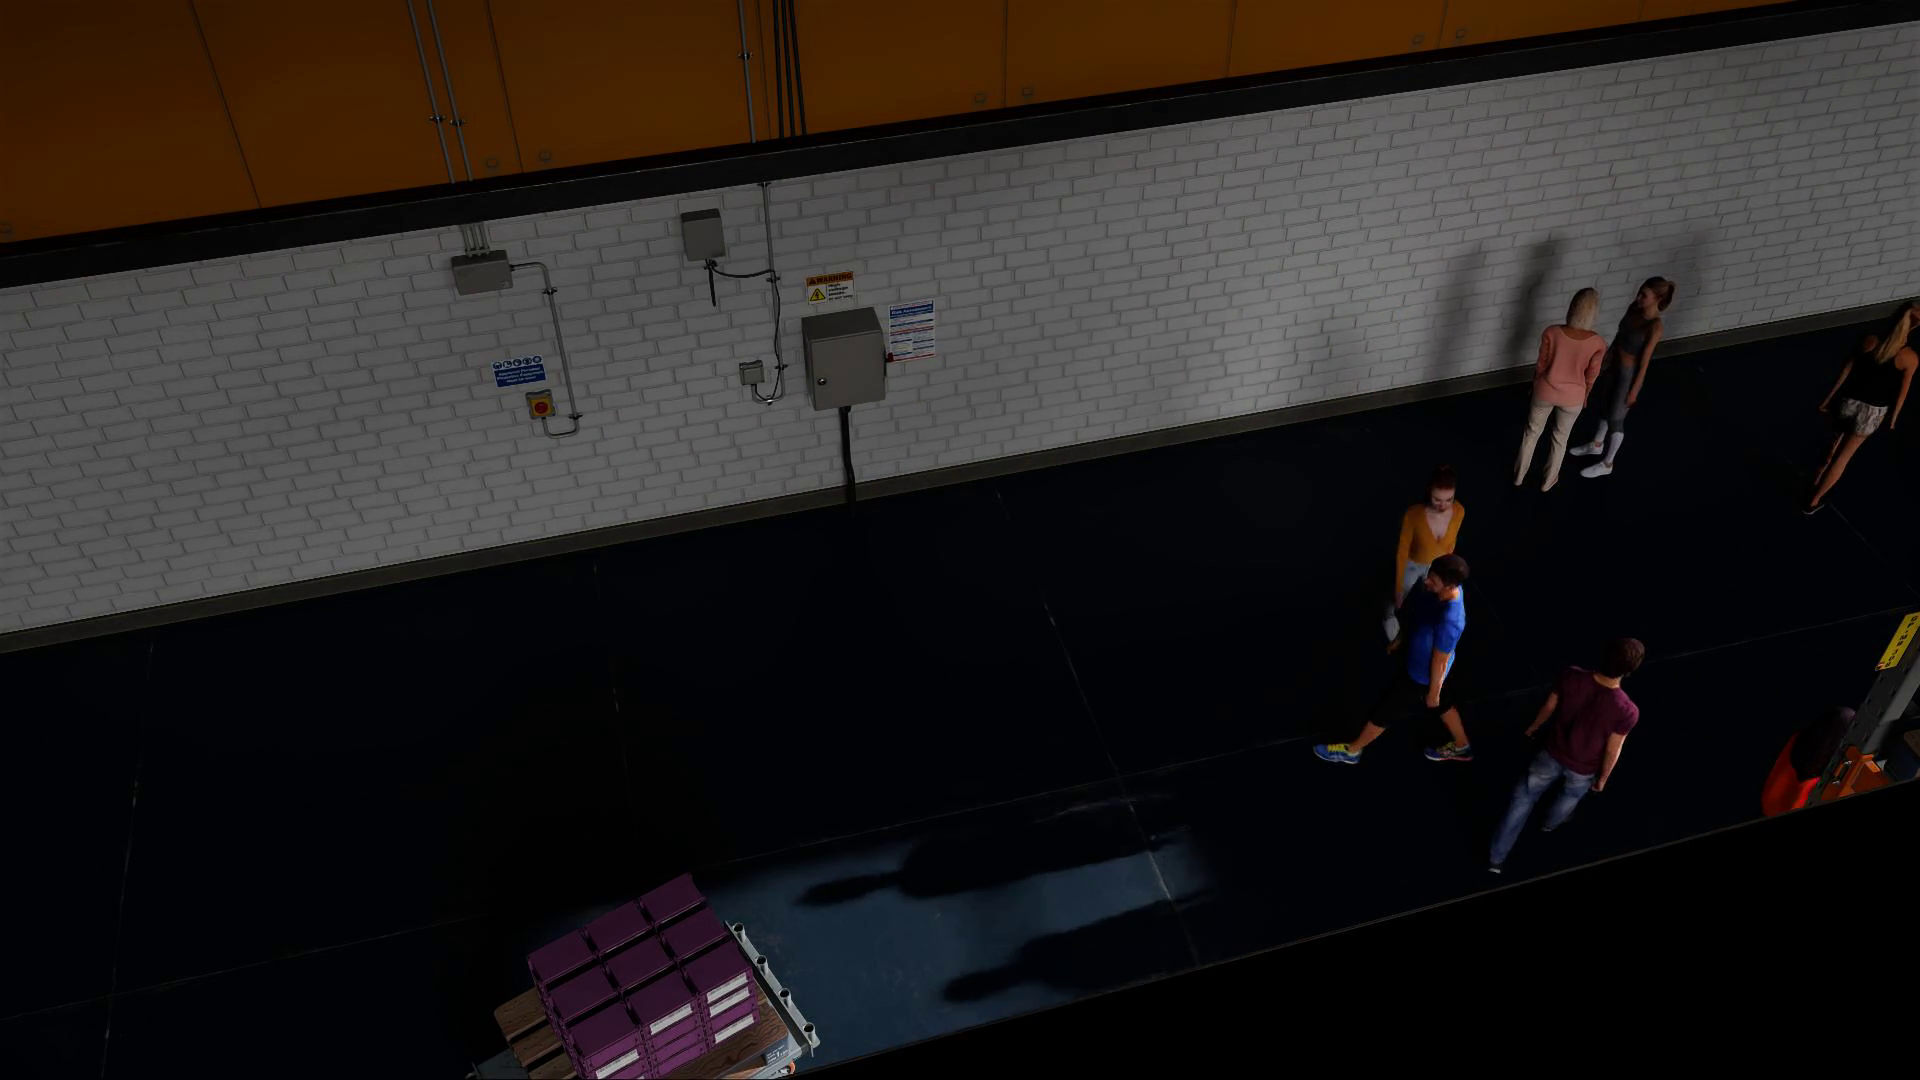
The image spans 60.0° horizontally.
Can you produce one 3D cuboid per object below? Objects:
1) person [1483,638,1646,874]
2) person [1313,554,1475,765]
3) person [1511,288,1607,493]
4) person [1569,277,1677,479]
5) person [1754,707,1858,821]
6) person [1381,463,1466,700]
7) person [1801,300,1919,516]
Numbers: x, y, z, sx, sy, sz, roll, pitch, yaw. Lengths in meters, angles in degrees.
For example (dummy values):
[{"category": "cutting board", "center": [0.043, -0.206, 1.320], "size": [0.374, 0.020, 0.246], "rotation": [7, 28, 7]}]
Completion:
[{"category": "person", "center": [3.432, 1.255, 9.452], "size": [1.195, 1.817, 1.151], "rotation": [30, 51, 28]}, {"category": "person", "center": [2.880, 0.776, 9.954], "size": [1.073, 1.819, 1.235], "rotation": [9, 44, 10]}, {"category": "person", "center": [4.309, -1.071, 11.960], "size": [0.681, 1.726, 0.714], "rotation": [16, 46, 16]}, {"category": "person", "center": [4.852, -1.197, 12.110], "size": [0.648, 1.702, 0.513], "rotation": [-5, 44, -5]}, {"category": "person", "center": [4.492, 1.535, 9.220], "size": [0.780, 1.733, 0.683], "rotation": [2, 44, 2]}, {"category": "person", "center": [2.921, 0.150, 10.701], "size": [0.711, 1.694, 1.221], "rotation": [-6, 44, -6]}, {"category": "person", "center": [6.291, -0.898, 11.702], "size": [0.814, 1.831, 0.722], "rotation": [-33, 53, -30]}]
